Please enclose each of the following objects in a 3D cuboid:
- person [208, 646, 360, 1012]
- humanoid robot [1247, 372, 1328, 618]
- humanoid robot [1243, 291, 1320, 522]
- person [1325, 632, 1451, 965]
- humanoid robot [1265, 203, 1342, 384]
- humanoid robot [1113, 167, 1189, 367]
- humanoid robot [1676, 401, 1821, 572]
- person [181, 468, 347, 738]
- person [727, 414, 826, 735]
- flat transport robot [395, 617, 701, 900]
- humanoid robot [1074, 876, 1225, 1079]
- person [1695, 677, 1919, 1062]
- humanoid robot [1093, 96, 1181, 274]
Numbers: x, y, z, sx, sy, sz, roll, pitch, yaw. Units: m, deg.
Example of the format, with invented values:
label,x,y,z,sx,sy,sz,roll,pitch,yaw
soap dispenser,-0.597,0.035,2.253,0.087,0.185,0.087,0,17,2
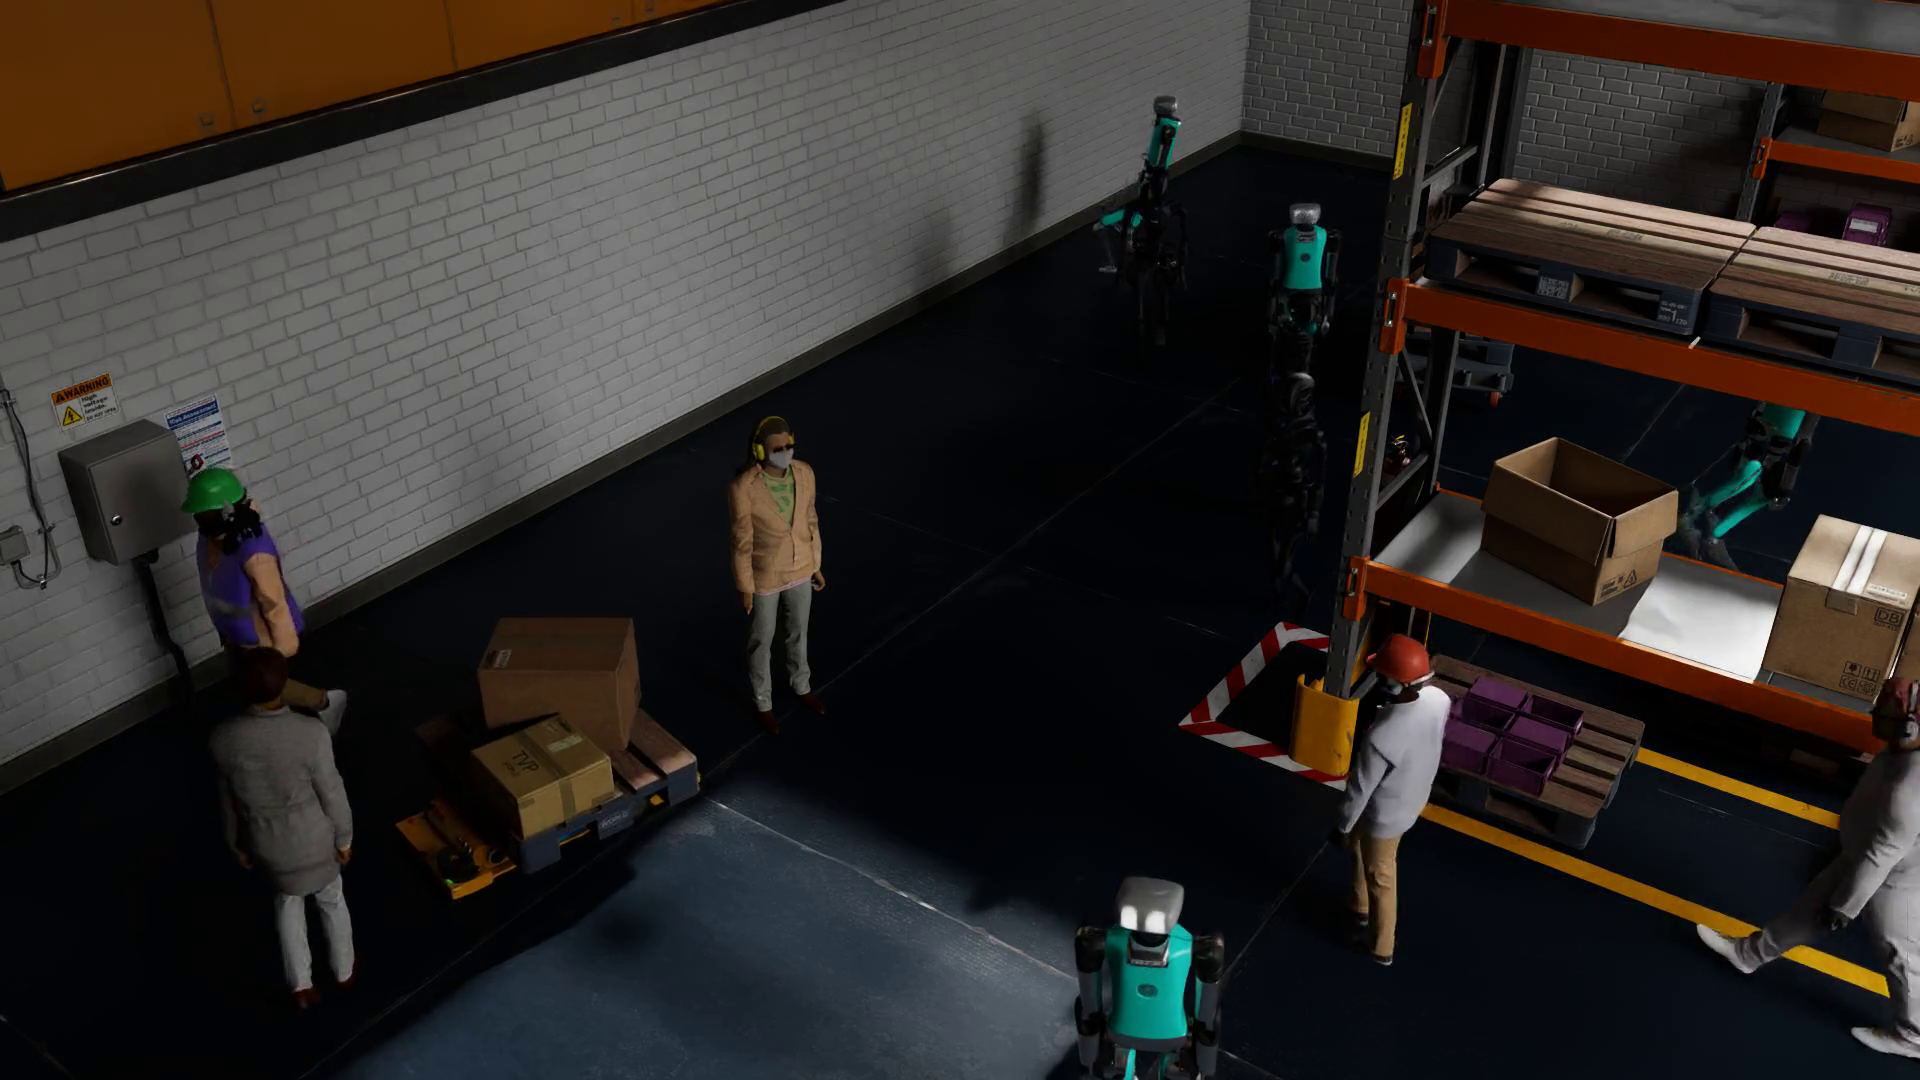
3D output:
label,x,y,z,sx,sy,sz,roll,pitch,yaw
person,-2.906,1.309,7.229,0.533,1.810,0.497,-6,31,-11
humanoid robot,2.016,-0.277,10.106,0.382,1.643,0.611,-18,34,-28
humanoid robot,2.172,-0.887,11.167,0.359,1.641,0.612,-4,30,-8
person,1.855,1.151,7.565,0.598,1.733,0.588,25,38,36
humanoid robot,2.550,-1.757,12.707,0.553,1.865,0.849,2,30,4
humanoid robot,1.567,-2.269,13.575,0.604,1.633,0.564,5,30,9
humanoid robot,4.784,-0.420,10.246,0.765,1.729,0.540,-5,30,-8
person,-3.625,0.453,8.611,0.561,1.908,0.750,23,37,34
person,-1.010,0.170,9.139,0.550,1.877,0.414,-21,36,-32
flat transport robot,-2.143,1.344,8.708,1.431,0.231,0.659,-23,37,-34
humanoid robot,0.720,1.871,6.406,0.550,1.864,0.833,4,30,7
person,3.829,1.375,7.072,1.068,1.838,0.668,16,34,26
humanoid robot,1.563,-3.130,14.996,1.039,1.717,0.532,1,30,2
